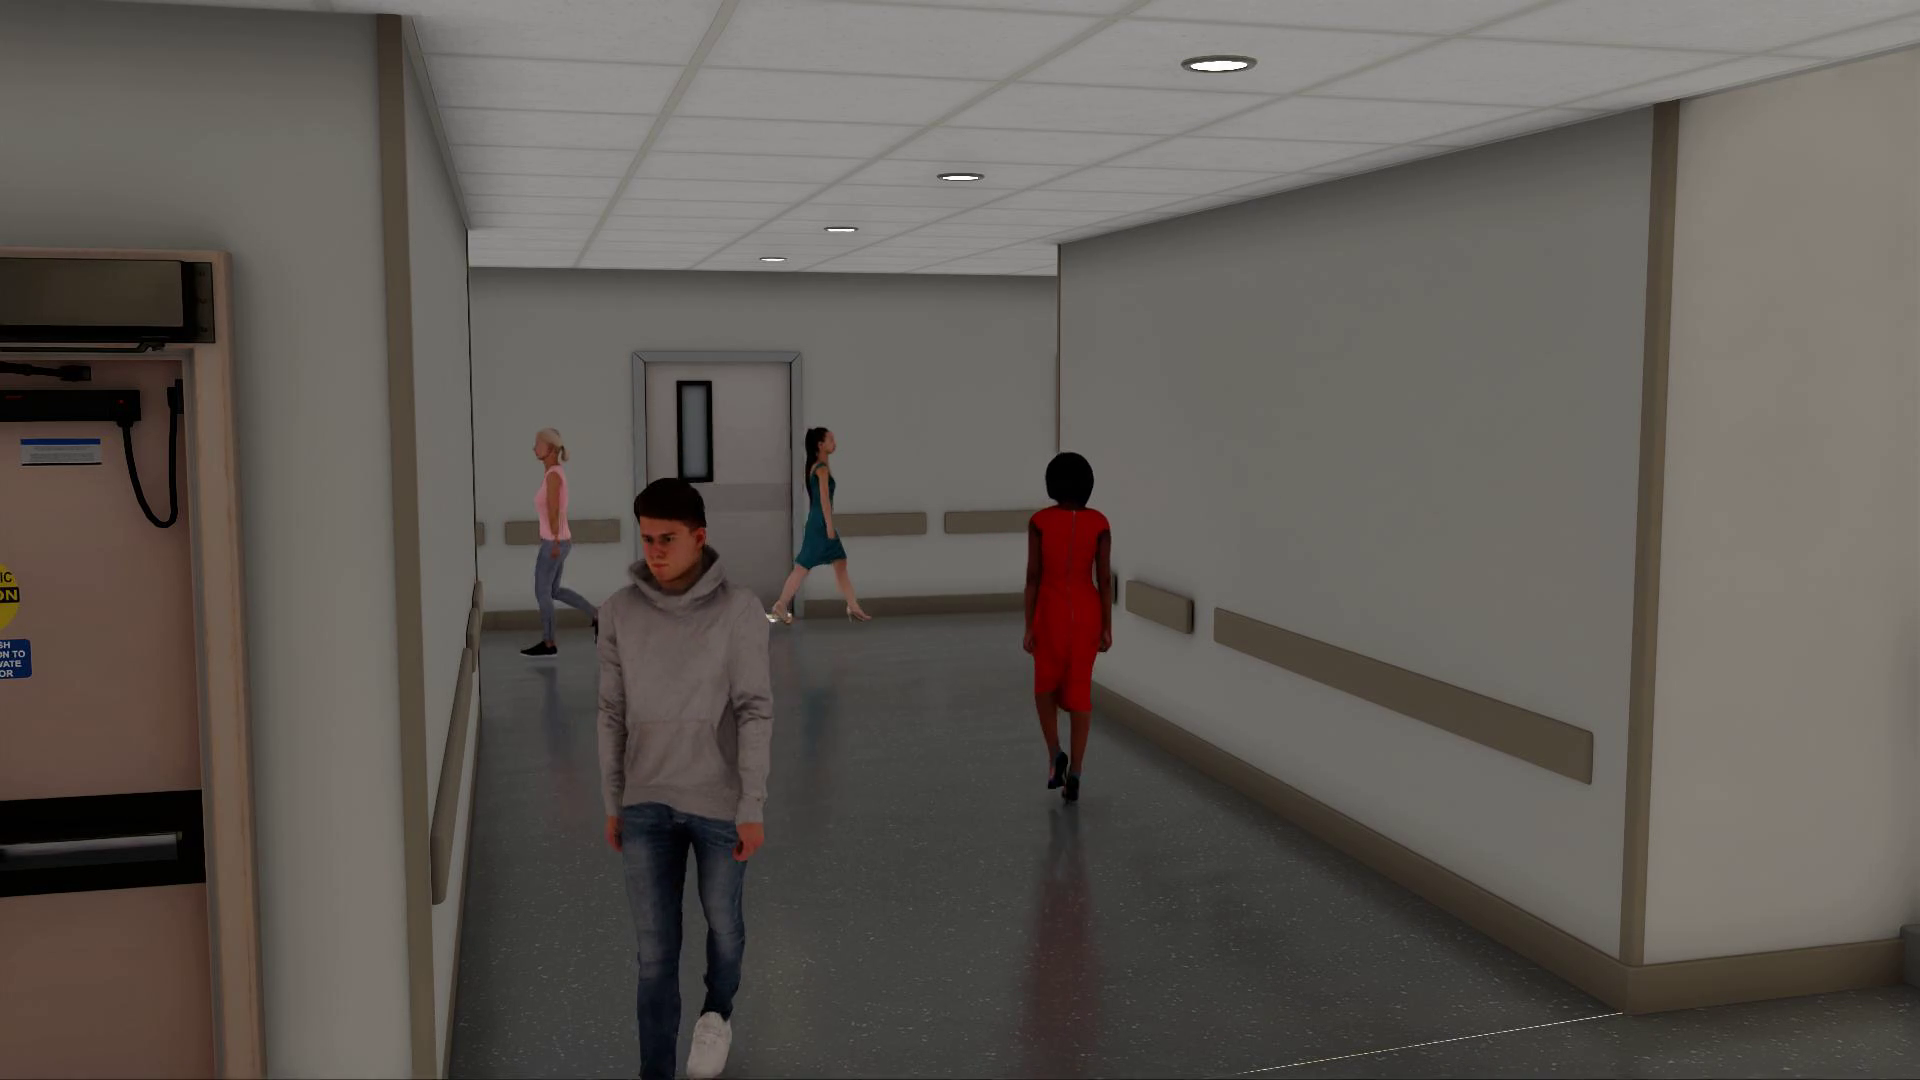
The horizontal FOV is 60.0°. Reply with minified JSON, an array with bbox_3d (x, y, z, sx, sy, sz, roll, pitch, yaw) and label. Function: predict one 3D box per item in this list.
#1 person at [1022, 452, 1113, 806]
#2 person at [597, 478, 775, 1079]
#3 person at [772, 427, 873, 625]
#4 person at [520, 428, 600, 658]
[{"bbox_3d":[0.531,0.448,8.150,0.614,1.732,0.728,0,6,-2],"label":"person"},{"bbox_3d":[-0.743,0.752,4.818,1.237,1.796,0.979,0,6,4],"label":"person"},{"bbox_3d":[-1.236,-0.062,13.707,1.076,1.636,0.637,-1,6,-8],"label":"person"},{"bbox_3d":[-2.947,0.030,12.437,0.920,1.707,0.581,-1,6,-11],"label":"person"}]
